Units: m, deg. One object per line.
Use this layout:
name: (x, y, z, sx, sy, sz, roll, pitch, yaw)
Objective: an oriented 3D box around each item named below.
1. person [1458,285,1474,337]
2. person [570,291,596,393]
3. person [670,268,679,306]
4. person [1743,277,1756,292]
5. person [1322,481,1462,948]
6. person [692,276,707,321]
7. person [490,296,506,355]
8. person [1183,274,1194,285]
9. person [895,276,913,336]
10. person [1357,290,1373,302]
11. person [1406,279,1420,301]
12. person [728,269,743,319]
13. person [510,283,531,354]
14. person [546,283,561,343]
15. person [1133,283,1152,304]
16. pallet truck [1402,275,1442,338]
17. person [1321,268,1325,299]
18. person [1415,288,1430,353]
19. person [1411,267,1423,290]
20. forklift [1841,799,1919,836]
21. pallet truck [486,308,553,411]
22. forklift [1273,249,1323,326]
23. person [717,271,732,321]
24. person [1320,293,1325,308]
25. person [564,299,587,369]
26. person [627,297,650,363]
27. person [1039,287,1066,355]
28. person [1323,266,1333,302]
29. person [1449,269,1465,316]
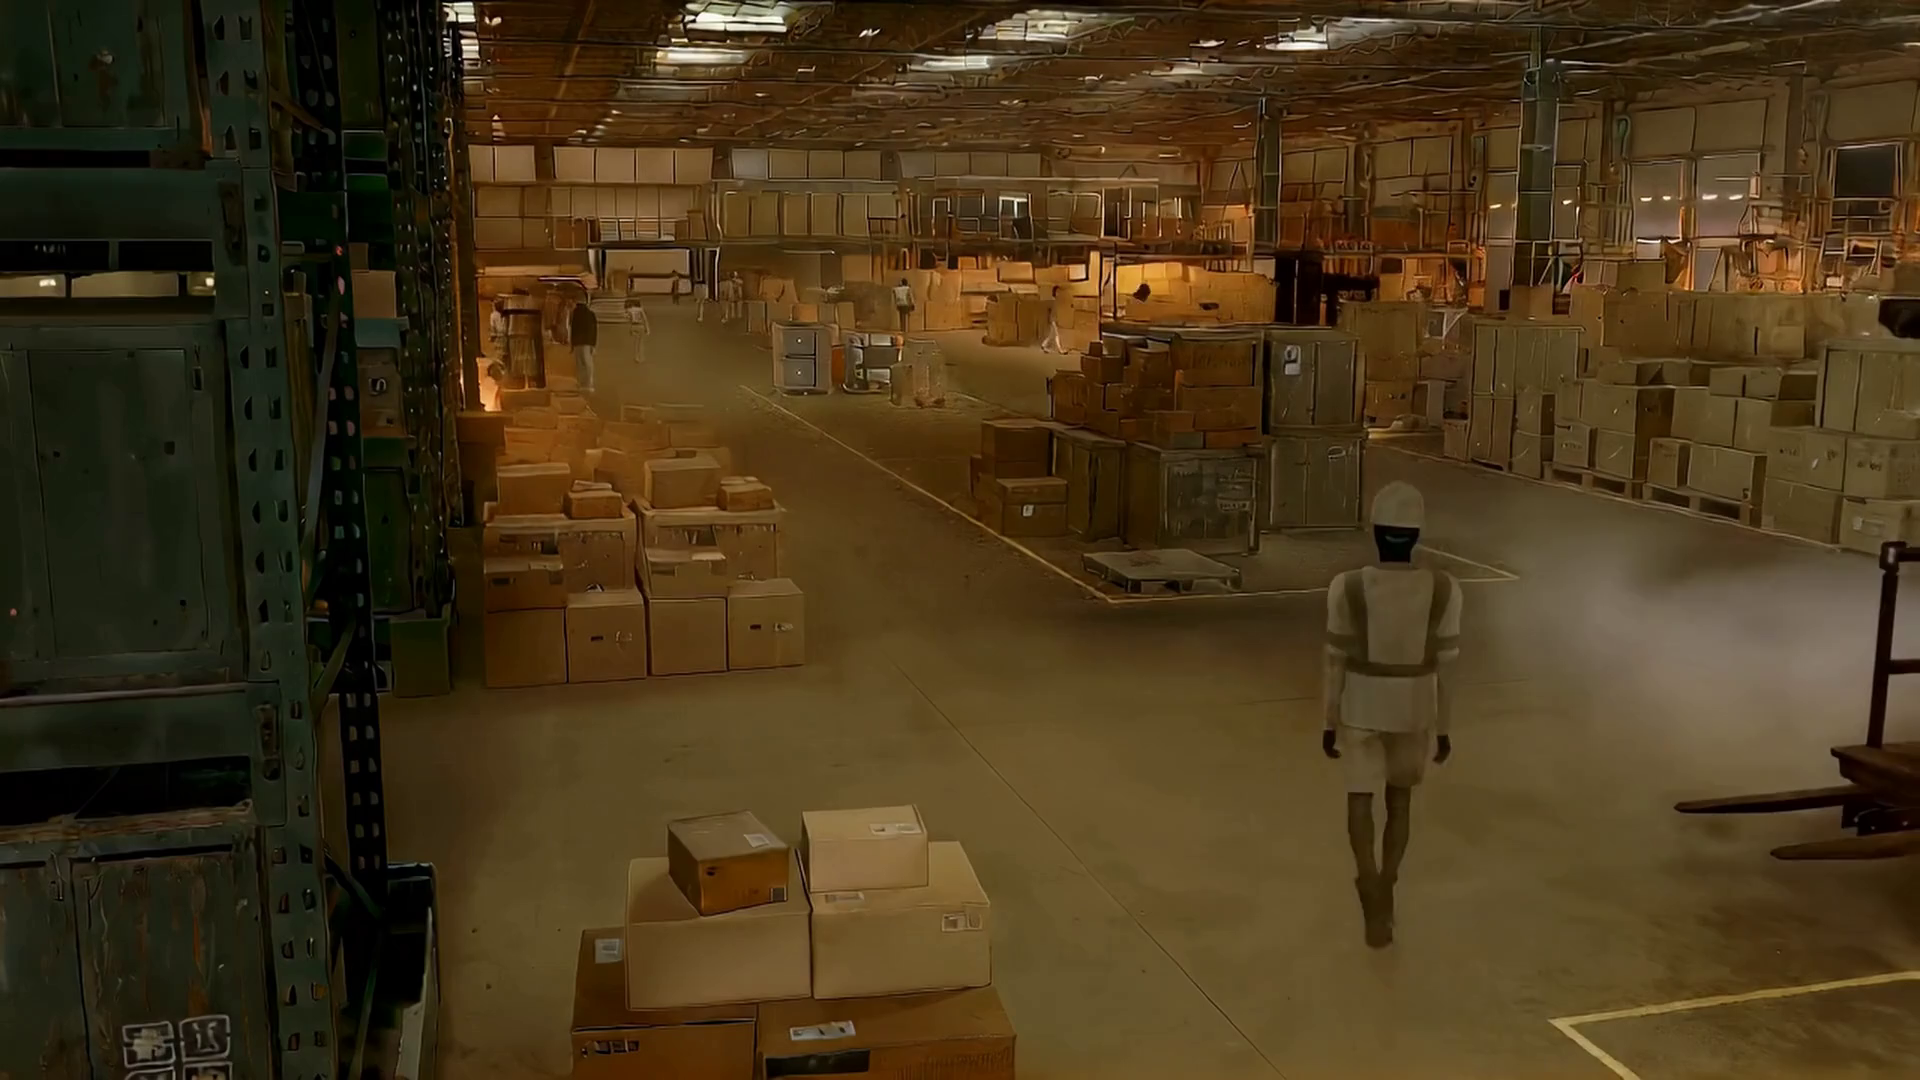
person: (16.181, -7.253, 52.687, 0.550, 1.651, 0.847, -9, 14, -43)
person: (-7.411, -3.882, 32.666, 0.612, 1.995, 0.382, 5, 11, 28)
person: (-13.758, -12.154, 79.969, 0.591, 1.826, 0.550, 9, 14, 42)
person: (24.530, -7.215, 51.771, 0.385, 1.915, 0.586, 3, 10, 14)
person: (1.766, 0.721, 6.832, 0.549, 1.918, 0.757, 1, 10, 6)
person: (-10.038, -9.265, 63.926, 0.560, 1.709, 0.918, 0, 10, 2)
person: (-9.134, -3.884, 32.988, 0.340, 1.882, 0.586, 0, 10, -2)
person: (8.234, -8.606, 59.752, 0.514, 1.876, 0.328, 9, 13, 41)
person: (-1.806, -7.553, 53.669, 0.591, 1.918, 0.386, 5, 11, 26)
person: (12.049, -6.818, 49.716, 0.429, 1.846, 0.625, 9, 14, 43)
person: (13.013, -6.495, 47.619, 0.627, 1.941, 0.371, -8, 13, -37)
person: (-8.893, -9.741, 65.925, 0.609, 1.963, 0.367, -4, 11, -21)
person: (-11.507, -5.750, 43.455, 0.638, 1.922, 0.572, 4, 11, 23)
person: (-11.079, -6.060, 45.345, 0.368, 1.885, 0.674, -3, 10, -15)
person: (4.255, -4.995, 38.834, 0.577, 2.000, 0.720, 3, 10, 17)
pallet truck: (14.620, -7.324, 52.145, 0.823, 1.965, 1.885, 8, 13, 40)
person: (17.220, -12.067, 79.484, 0.431, 1.836, 0.619, -10, 14, -44)
person: (11.021, -5.104, 39.937, 0.624, 1.885, 0.657, 7, 12, 33)
person: (21.021, -11.596, 76.575, 0.560, 1.922, 0.622, 5, 11, 27)
forklift: (5.349, 0.101, 7.599, 1.873, 2.768, 1.129, -3, 10, -15)
pallet truck: (-6.242, -2.418, 24.362, 0.823, 1.965, 1.885, 1, 10, 3)
forklift: (4.855, -2.824, 24.162, 1.873, 2.768, 1.129, -3, 10, -15)
person: (-9.108, -9.419, 64.283, 0.610, 1.902, 0.589, 1, 10, 5)
person: (8.532, -5.118, 39.824, 0.373, 1.940, 0.630, -4, 11, -23)
person: (-9.038, -4.814, 38.880, 0.709, 1.656, 0.627, -2, 10, -9)
person: (-7.905, -5.200, 41.180, 0.546, 1.611, 0.719, 3, 10, 16)
person: (2.452, -5.824, 44.185, 0.900, 1.820, 0.554, 5, 11, 28)
person: (18.866, -13.136, 85.245, 0.611, 1.935, 0.435, -2, 10, -14)
person: (20.715, -10.314, 69.259, 0.651, 1.946, 1.027, 2, 10, 9)
